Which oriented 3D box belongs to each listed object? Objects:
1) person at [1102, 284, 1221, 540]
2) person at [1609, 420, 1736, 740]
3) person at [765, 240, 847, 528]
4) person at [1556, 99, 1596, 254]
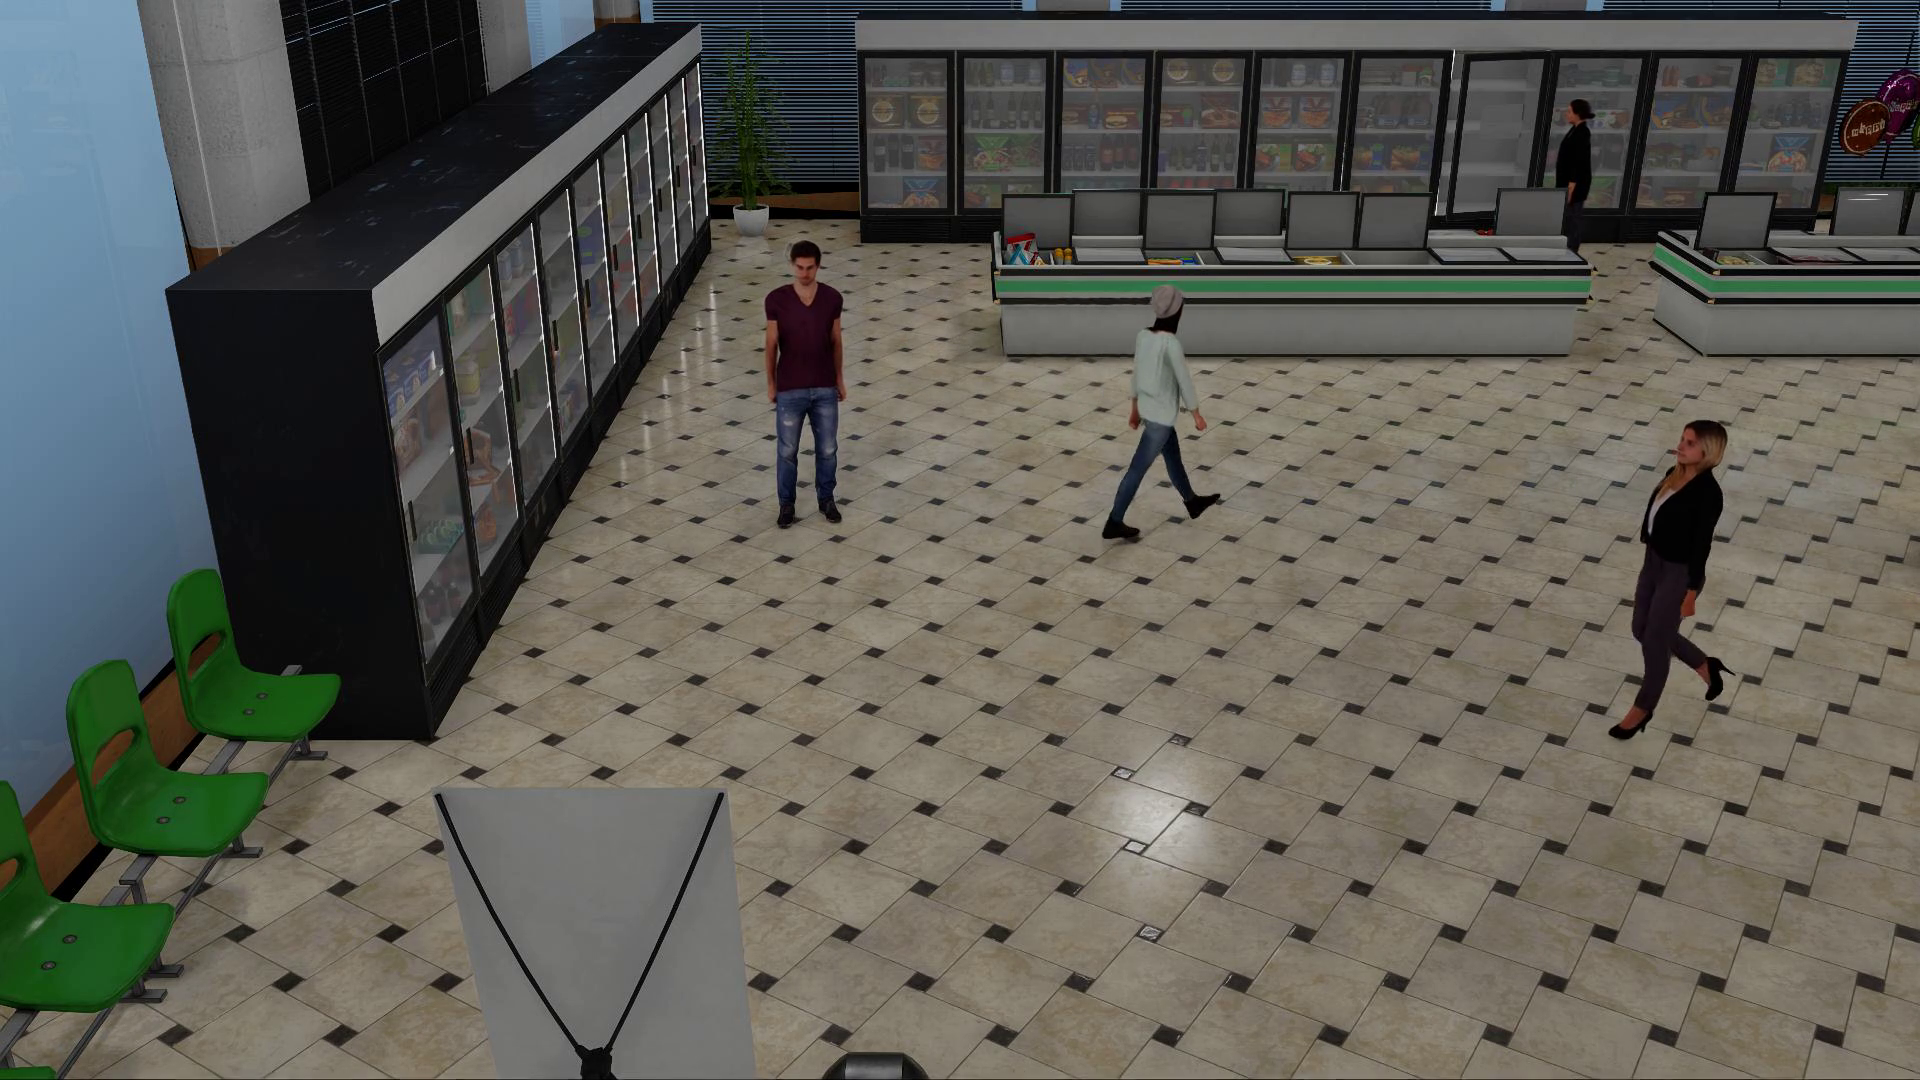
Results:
[{"bbox_3d":[1.146,-0.735,10.255,1.184,1.594,0.889,-10,26,-22],"label":"person"},{"bbox_3d":[3.501,0.215,8.010,0.868,1.655,0.647,-3,24,-6],"label":"person"},{"bbox_3d":[-0.979,-1.002,10.552,0.575,1.846,0.769,-5,24,-12],"label":"person"},{"bbox_3d":[6.019,-3.451,16.309,0.632,1.716,0.676,4,24,10],"label":"person"}]
